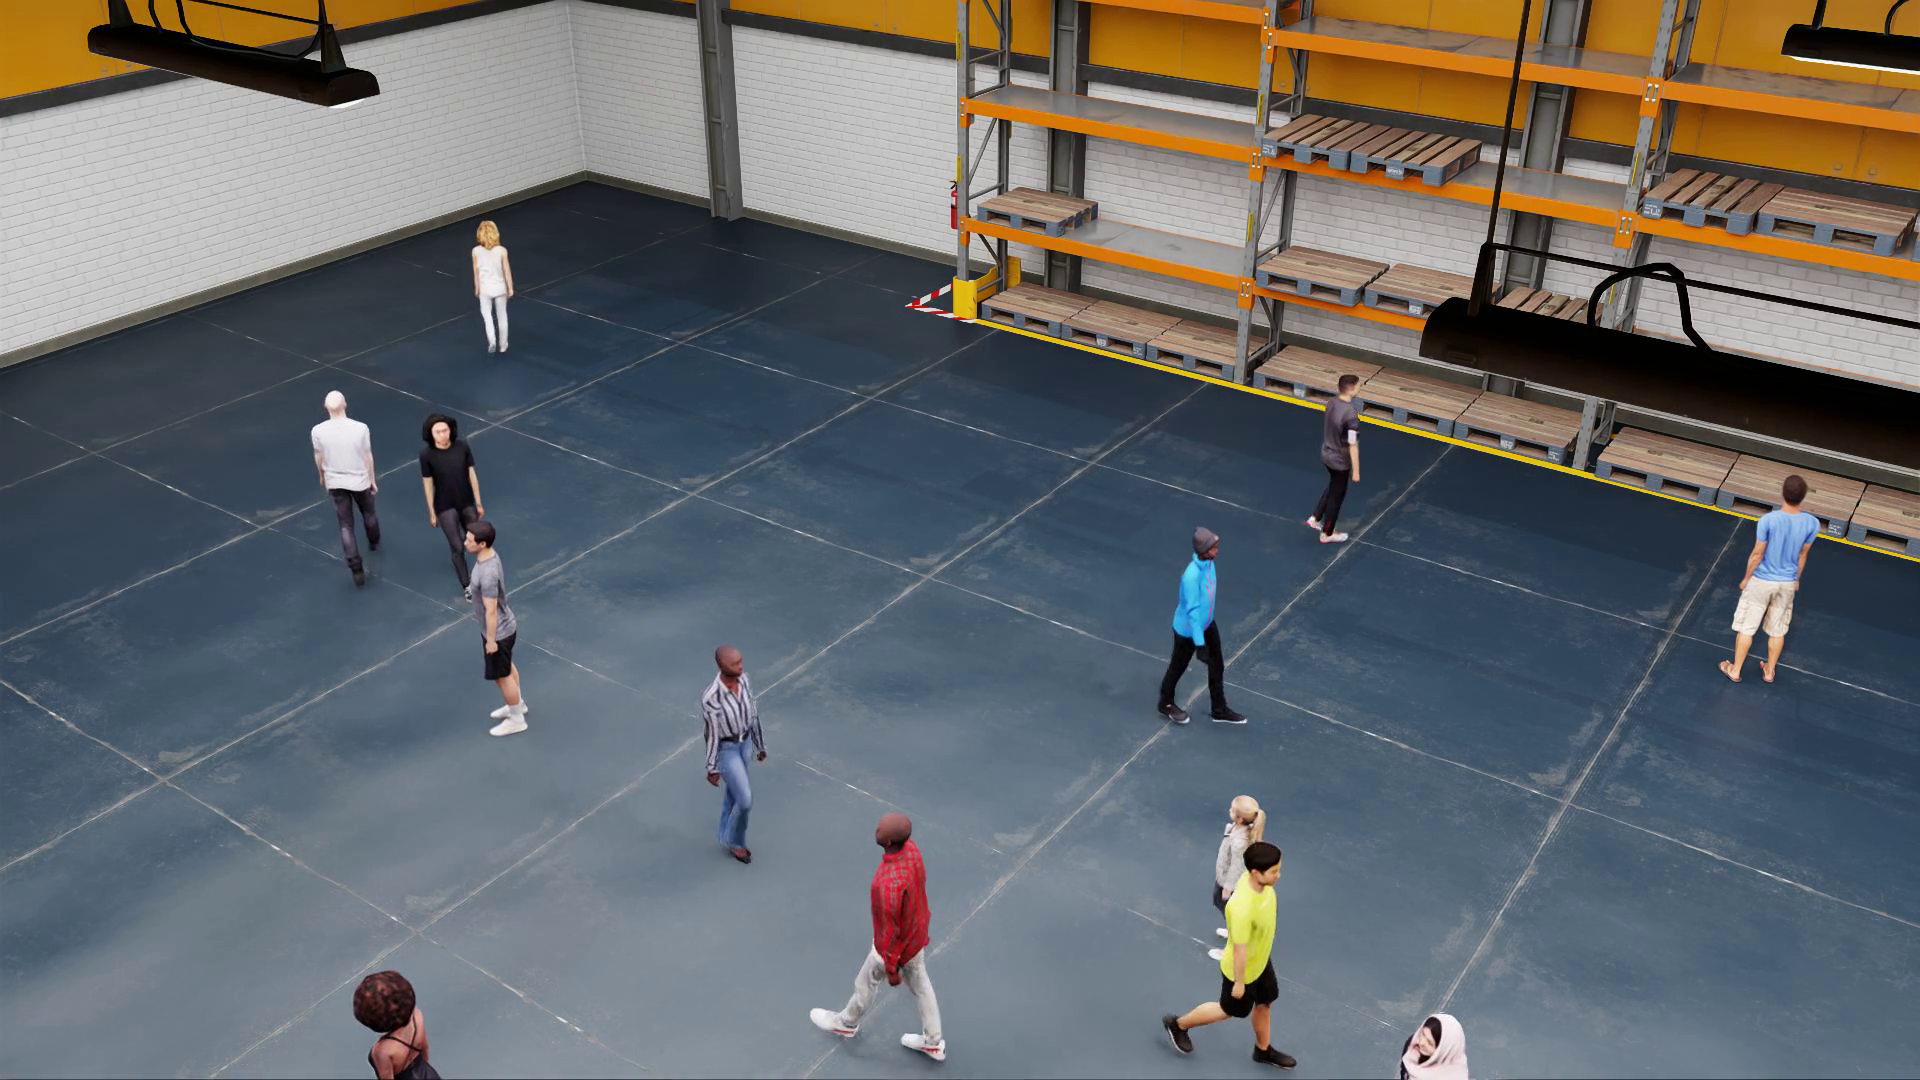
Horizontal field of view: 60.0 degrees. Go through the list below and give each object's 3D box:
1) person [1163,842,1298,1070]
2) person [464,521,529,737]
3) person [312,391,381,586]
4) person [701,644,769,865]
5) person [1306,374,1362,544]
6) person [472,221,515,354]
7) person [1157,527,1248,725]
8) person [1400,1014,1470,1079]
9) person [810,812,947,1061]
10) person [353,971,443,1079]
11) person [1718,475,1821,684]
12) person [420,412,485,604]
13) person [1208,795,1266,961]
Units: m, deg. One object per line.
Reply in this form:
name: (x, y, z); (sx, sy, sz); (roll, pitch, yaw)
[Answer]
person: (1.633, 2.490, 9.970); (1.109, 1.683, 0.776); (12, 31, 21)
person: (-3.636, 0.677, 13.105); (0.796, 1.865, 0.716); (-7, 29, -12)
person: (-5.612, -0.448, 15.253); (1.174, 1.783, 1.280); (-7, 29, -13)
person: (-1.679, 1.487, 11.708); (0.687, 1.780, 0.700); (14, 32, 24)
person: (3.523, -0.754, 15.845); (0.860, 1.752, 0.791); (-8, 30, -13)
person: (-5.661, -3.020, 20.092); (0.847, 1.664, 0.905); (-4, 29, -8)
person: (1.763, 0.690, 13.179); (0.926, 1.771, 0.600); (19, 34, 31)
person: (2.535, 3.116, 8.884); (0.922, 1.625, 0.868); (-6, 29, -11)
person: (-0.282, 2.414, 10.001); (1.184, 1.788, 0.883); (10, 30, 18)
person: (-2.924, 3.014, 8.902); (0.644, 1.787, 0.635); (8, 30, 15)
person: (6.717, 0.331, 13.741); (0.671, 1.863, 0.789); (2, 29, 4)
person: (-4.584, -0.350, 15.046); (0.863, 1.808, 1.035); (-16, 33, -27)
person: (1.818, 2.205, 10.918); (0.571, 1.275, 0.554); (11, 31, 20)
